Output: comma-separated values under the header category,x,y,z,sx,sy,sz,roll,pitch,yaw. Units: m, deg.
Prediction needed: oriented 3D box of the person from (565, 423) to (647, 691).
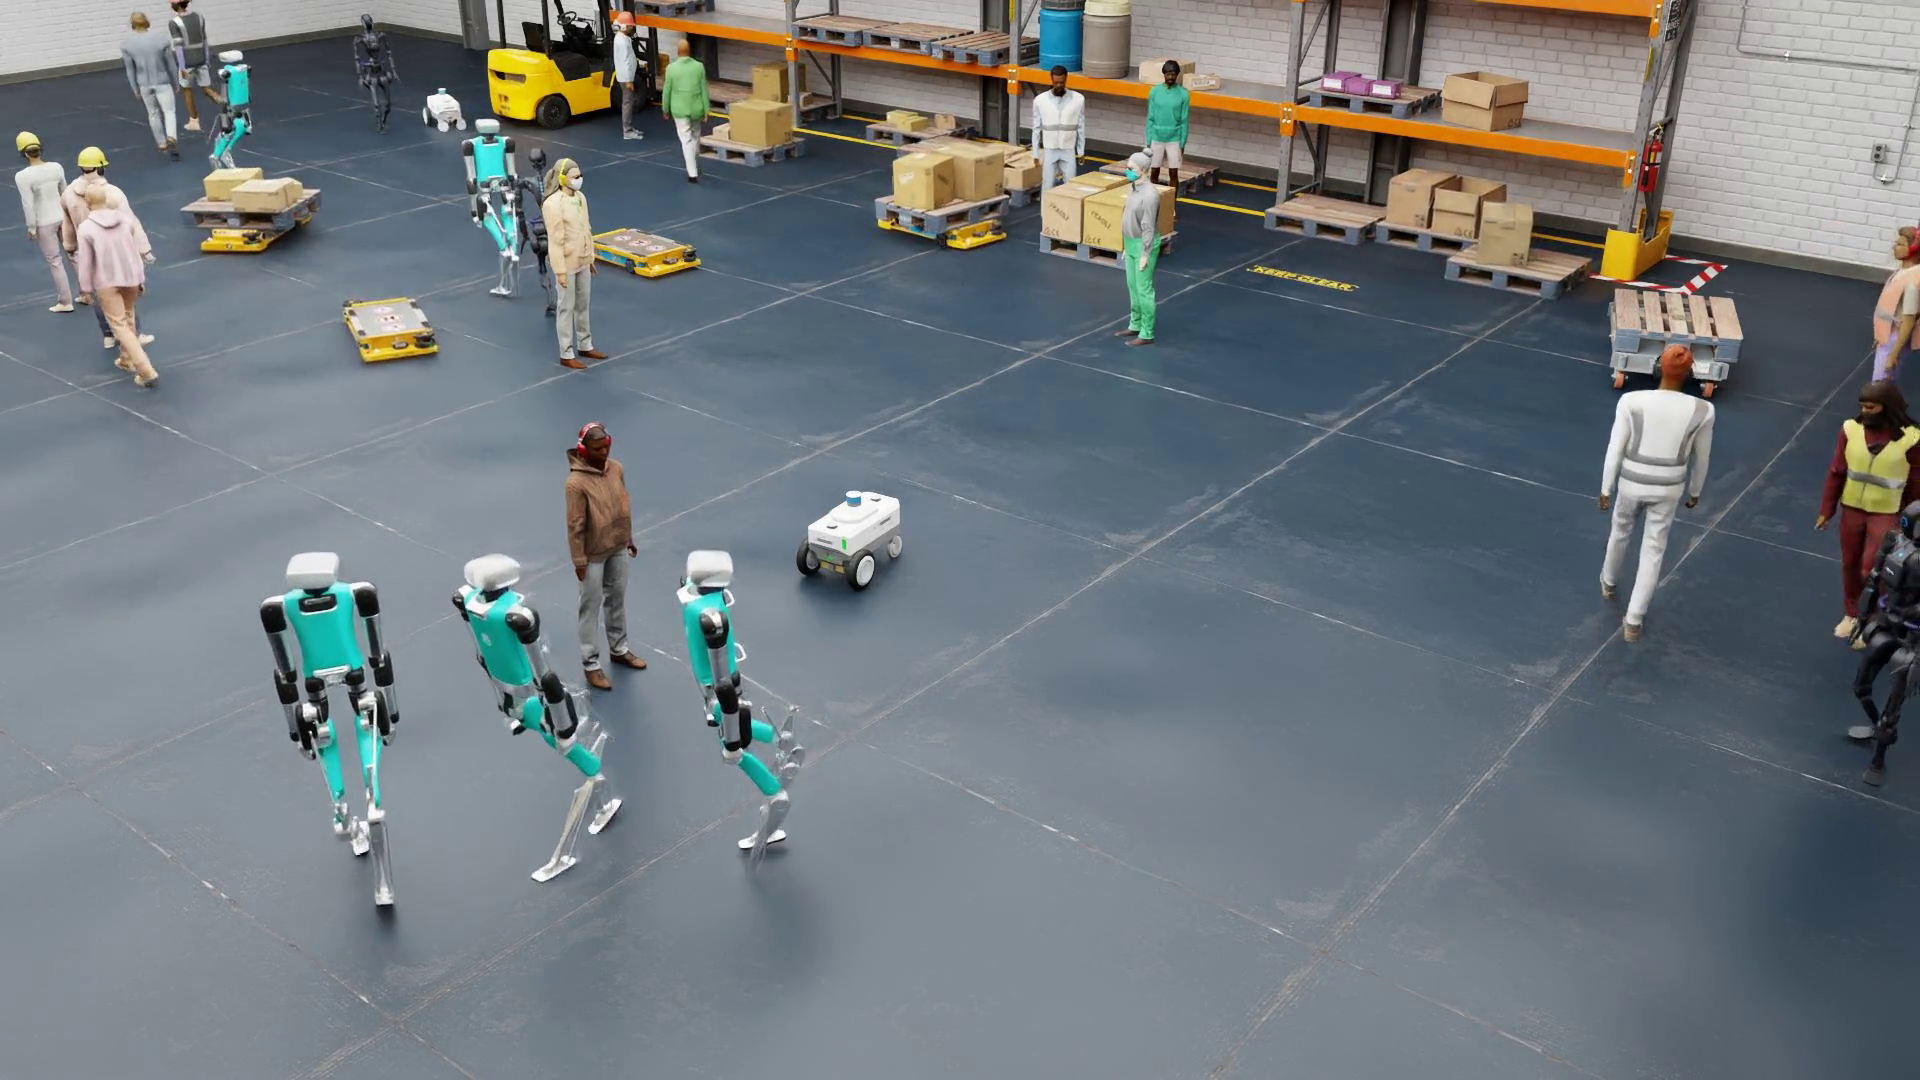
category,x,y,z,sx,sy,sz,roll,pitch,yaw
person,-2.118,0.069,9.832,0.314,1.651,0.462,18,31,32

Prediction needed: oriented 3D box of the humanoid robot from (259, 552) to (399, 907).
category,x,y,z,sx,sy,sz,roll,pitch,yaw
humanoid robot,-2.932,0.979,7.915,0.542,1.774,1.021,-9,27,-18

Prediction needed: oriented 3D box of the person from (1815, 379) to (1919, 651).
category,x,y,z,sx,sy,sz,roll,pitch,yaw
person,5.588,-0.176,10.245,0.483,1.736,0.499,-23,34,-38

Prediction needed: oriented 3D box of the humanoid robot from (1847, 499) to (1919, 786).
category,x,y,z,sx,sy,sz,roll,pitch,yaw
humanoid robot,5.068,0.512,8.898,0.466,1.647,0.596,-5,26,-9

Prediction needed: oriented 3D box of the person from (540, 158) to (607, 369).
category,x,y,z,sx,sy,sz,roll,pitch,yaw
person,-3.478,-2.476,14.864,0.390,1.872,0.561,11,28,21

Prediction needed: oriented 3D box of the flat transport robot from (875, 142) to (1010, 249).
category,x,y,z,sx,sy,sz,roll,pitch,yaw
flat transport robot,-0.209,-3.600,19.027,1.431,0.231,0.659,23,34,39

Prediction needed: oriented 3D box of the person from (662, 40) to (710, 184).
category,x,y,z,sx,sy,sz,roll,pitch,yaw
person,-3.513,-5.504,21.272,0.563,1.733,0.930,-10,28,-20

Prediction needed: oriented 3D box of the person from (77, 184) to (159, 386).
category,x,y,z,sx,sy,sz,roll,pitch,yaw
person,-7.351,-2.225,14.475,0.832,1.752,0.538,17,30,31

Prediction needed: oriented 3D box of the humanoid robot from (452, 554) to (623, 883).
category,x,y,z,sx,sy,sz,roll,pitch,yaw
humanoid robot,-1.940,0.787,8.267,0.543,1.753,0.929,21,33,36

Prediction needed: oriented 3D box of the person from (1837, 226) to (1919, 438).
category,x,y,z,sx,sy,sz,roll,pitch,yaw
person,7.255,-1.522,12.909,0.373,1.843,0.569,10,28,20

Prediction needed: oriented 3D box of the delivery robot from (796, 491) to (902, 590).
category,x,y,z,sx,sy,sz,roll,pitch,yaw
delivery robot,-0.733,-0.021,11.308,0.499,0.614,0.791,15,30,28

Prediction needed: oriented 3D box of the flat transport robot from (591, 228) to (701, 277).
category,x,y,z,sx,sy,sz,roll,pitch,yaw
flat transport robot,-3.524,-3.131,18.055,1.431,0.231,0.659,22,33,38

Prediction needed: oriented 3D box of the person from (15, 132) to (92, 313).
category,x,y,z,sx,sy,sz,roll,pitch,yaw
person,-8.918,-3.105,16.287,0.335,1.760,0.525,11,28,21

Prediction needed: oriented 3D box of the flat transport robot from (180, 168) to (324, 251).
category,x,y,z,sx,sy,sz,roll,pitch,yaw
flat transport robot,-8.018,-3.570,18.965,0.659,0.231,1.431,2,26,4

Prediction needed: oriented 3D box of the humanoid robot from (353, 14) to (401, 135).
category,x,y,z,sx,sy,sz,roll,pitch,yaw
humanoid robot,-8.334,-6.668,23.796,0.609,1.651,0.604,-22,33,-38

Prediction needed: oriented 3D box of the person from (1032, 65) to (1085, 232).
category,x,y,z,sx,sy,sz,roll,pitch,yaw
person,1.115,-4.412,18.828,0.600,1.904,0.394,-1,26,-3

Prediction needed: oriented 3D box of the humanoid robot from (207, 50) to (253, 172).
category,x,y,z,sx,sy,sz,roll,pitch,yaw
humanoid robot,-9.089,-5.122,20.564,0.792,1.832,0.539,6,27,13

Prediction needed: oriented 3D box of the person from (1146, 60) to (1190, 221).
category,x,y,z,sx,sy,sz,roll,pitch,yaw
person,2.417,-4.670,19.435,0.496,1.843,0.404,6,26,12

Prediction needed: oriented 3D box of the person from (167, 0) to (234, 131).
category,x,y,z,sx,sy,sz,roll,pitch,yaw
person,-10.895,-6.822,23.690,0.827,2.022,0.616,13,28,24

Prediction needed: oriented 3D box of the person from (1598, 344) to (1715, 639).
category,x,y,z,sx,sy,sz,roll,pitch,yaw
person,4.372,-0.362,10.509,0.604,1.839,0.921,9,27,18

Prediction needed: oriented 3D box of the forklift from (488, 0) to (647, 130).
category,x,y,z,sx,sy,sz,roll,pitch,yaw
forklift,-5.874,-7.334,24.552,1.214,2.155,2.313,19,32,34

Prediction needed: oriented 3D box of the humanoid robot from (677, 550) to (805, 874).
category,x,y,z,sx,sy,sz,roll,pitch,yaw
humanoid robot,-0.981,0.877,8.163,0.698,1.868,0.550,-9,27,-19

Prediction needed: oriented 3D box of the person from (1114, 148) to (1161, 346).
category,x,y,z,sx,sy,sz,roll,pitch,yaw
person,1.661,-2.717,15.405,0.340,1.838,0.510,-8,27,-17

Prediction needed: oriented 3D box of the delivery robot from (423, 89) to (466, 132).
category,x,y,z,sx,sy,sz,roll,pitch,yaw
delivery robot,-7.516,-6.271,24.219,0.499,0.587,0.758,-13,29,-25

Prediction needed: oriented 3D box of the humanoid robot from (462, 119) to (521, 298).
category,x,y,z,sx,sy,sz,roll,pitch,yaw
humanoid robot,-4.574,-3.228,16.660,0.554,1.869,0.744,-15,30,-29

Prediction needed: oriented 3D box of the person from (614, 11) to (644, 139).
category,x,y,z,sx,sy,sz,roll,pitch,yaw
person,-4.672,-6.543,23.428,0.351,1.740,0.571,-6,26,-11

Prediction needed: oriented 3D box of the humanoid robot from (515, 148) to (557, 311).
category,x,y,z,sx,sy,sz,roll,pitch,yaw
humanoid robot,-3.968,-2.966,16.088,0.601,1.646,0.380,-6,26,-13

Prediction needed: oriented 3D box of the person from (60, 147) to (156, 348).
category,x,y,z,sx,sy,sz,roll,pitch,yaw
person,-7.829,-2.656,15.249,0.820,1.856,0.428,2,26,4

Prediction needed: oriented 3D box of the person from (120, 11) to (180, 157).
category,x,y,z,sx,sy,sz,roll,pitch,yaw
person,-10.819,-6.104,22.330,0.634,1.912,0.793,-8,27,-16

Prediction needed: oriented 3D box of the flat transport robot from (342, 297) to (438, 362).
category,x,y,z,sx,sy,sz,roll,pitch,yaw
flat transport robot,-5.406,-2.012,15.737,0.659,0.231,1.431,-12,28,-23
